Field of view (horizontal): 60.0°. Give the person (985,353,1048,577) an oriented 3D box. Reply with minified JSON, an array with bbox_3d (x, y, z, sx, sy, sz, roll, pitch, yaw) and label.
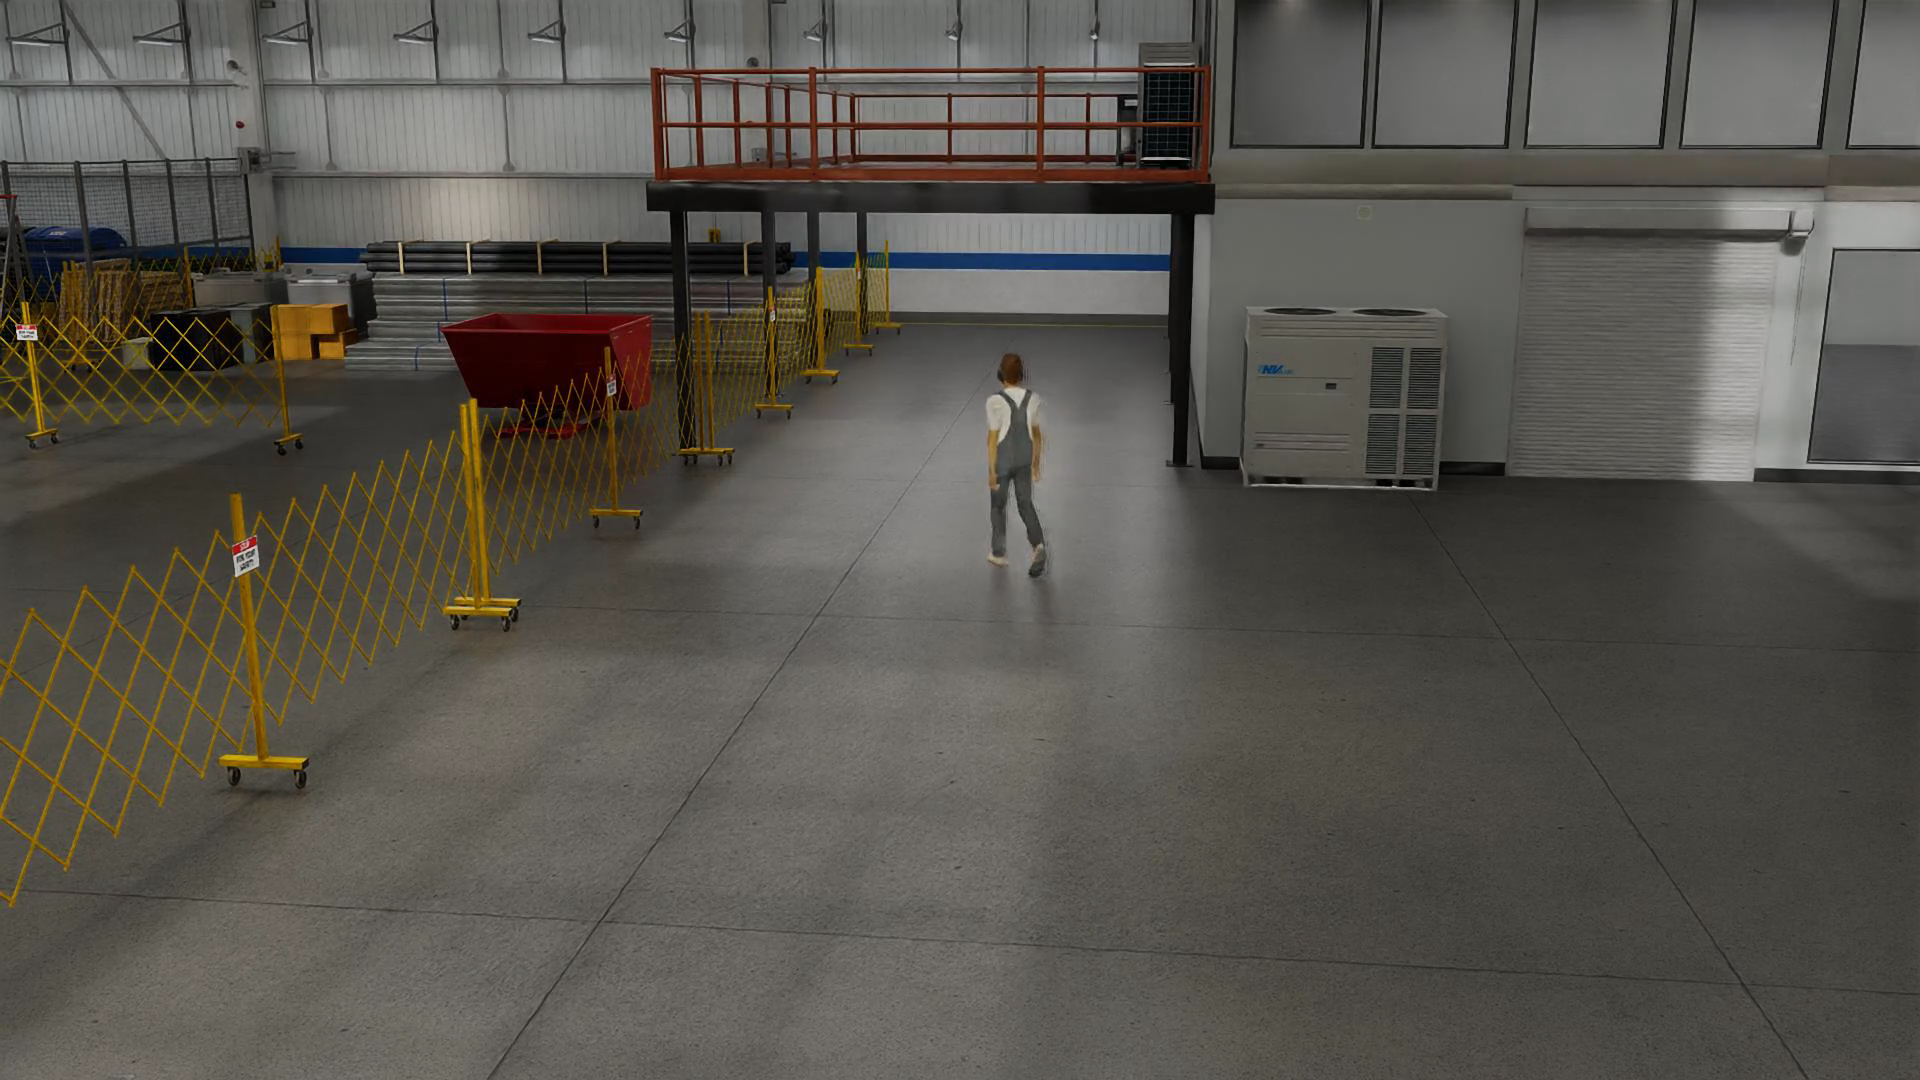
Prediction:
[{"bbox_3d":[0.464,-0.604,13.502,0.512,1.818,0.847,-6,15,-22],"label":"person"}]

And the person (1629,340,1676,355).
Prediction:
[{"bbox_3d":[10.478,-3.402,24.863,0.855,1.838,0.527,-1,14,-3],"label":"person"}]

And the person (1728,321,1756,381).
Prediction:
[{"bbox_3d":[9.463,-2.234,19.973,0.436,1.892,0.646,-4,14,-15],"label":"person"}]
